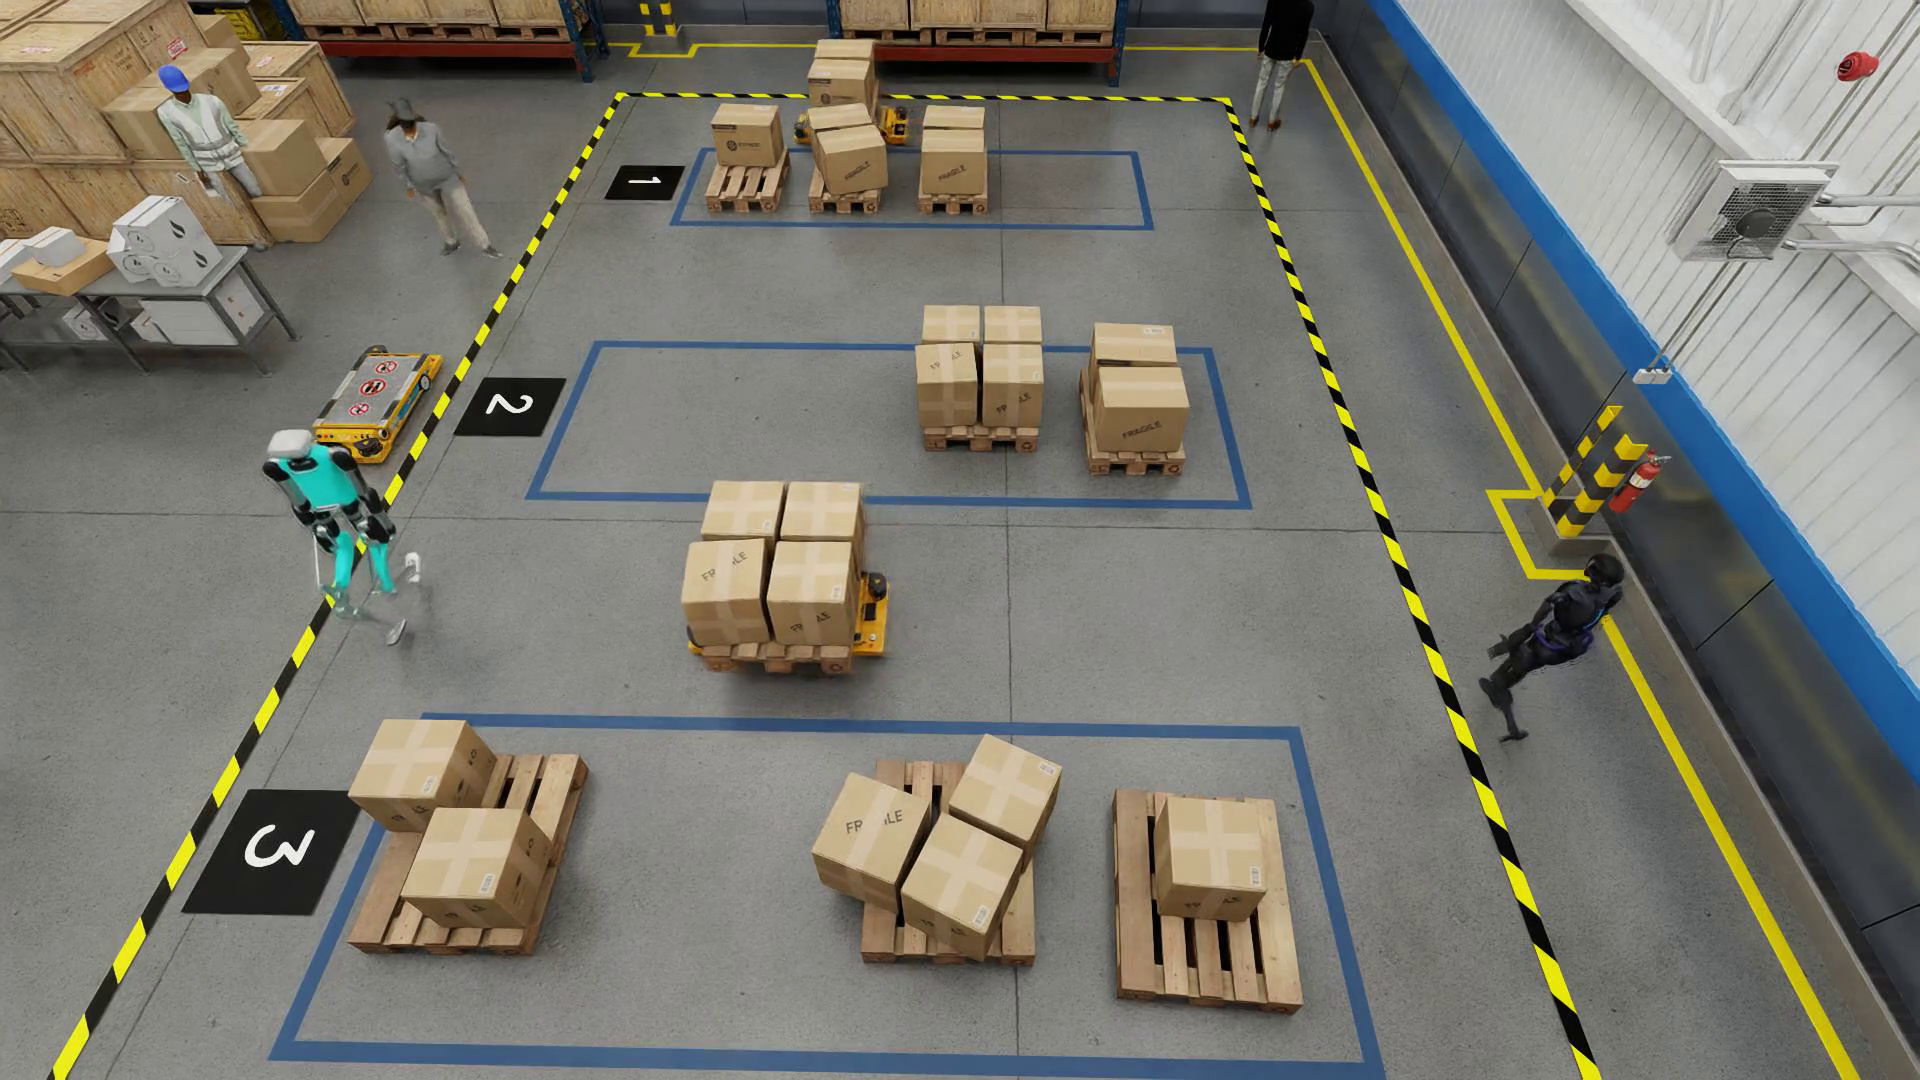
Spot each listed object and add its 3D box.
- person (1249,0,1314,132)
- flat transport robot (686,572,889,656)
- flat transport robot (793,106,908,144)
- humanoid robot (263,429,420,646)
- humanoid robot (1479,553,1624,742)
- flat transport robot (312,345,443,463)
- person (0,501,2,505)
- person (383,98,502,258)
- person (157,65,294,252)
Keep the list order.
[{"bbox_3d":[4.010,-6.121,11.489,0.585,1.884,0.385,25,54,20],"label":"person"},{"bbox_3d":[-1.276,0.539,6.893,1.431,0.197,0.652,1,50,1],"label":"flat transport robot"},{"bbox_3d":[-1.414,-5.418,11.934,1.431,0.197,0.652,1,50,1],"label":"flat transport robot"},{"bbox_3d":[-4.232,0.061,6.357,0.530,1.726,1.040,-10,51,-9],"label":"humanoid robot"},{"bbox_3d":[3.804,0.711,5.847,0.591,1.635,0.577,-8,50,-7],"label":"humanoid robot"},{"bbox_3d":[-5.383,-1.269,8.441,0.659,0.231,1.431,1,50,1],"label":"flat transport robot"},{"bbox_3d":[-8.237,-0.769,6.960,0.355,1.883,0.573,-14,51,-12],"label":"person"},{"bbox_3d":[-5.459,-3.732,9.562,0.666,1.739,0.574,-18,52,-15],"label":"person"},{"bbox_3d":[-7.759,-3.996,9.657,0.602,1.939,0.412,-31,57,-24],"label":"person"}]
